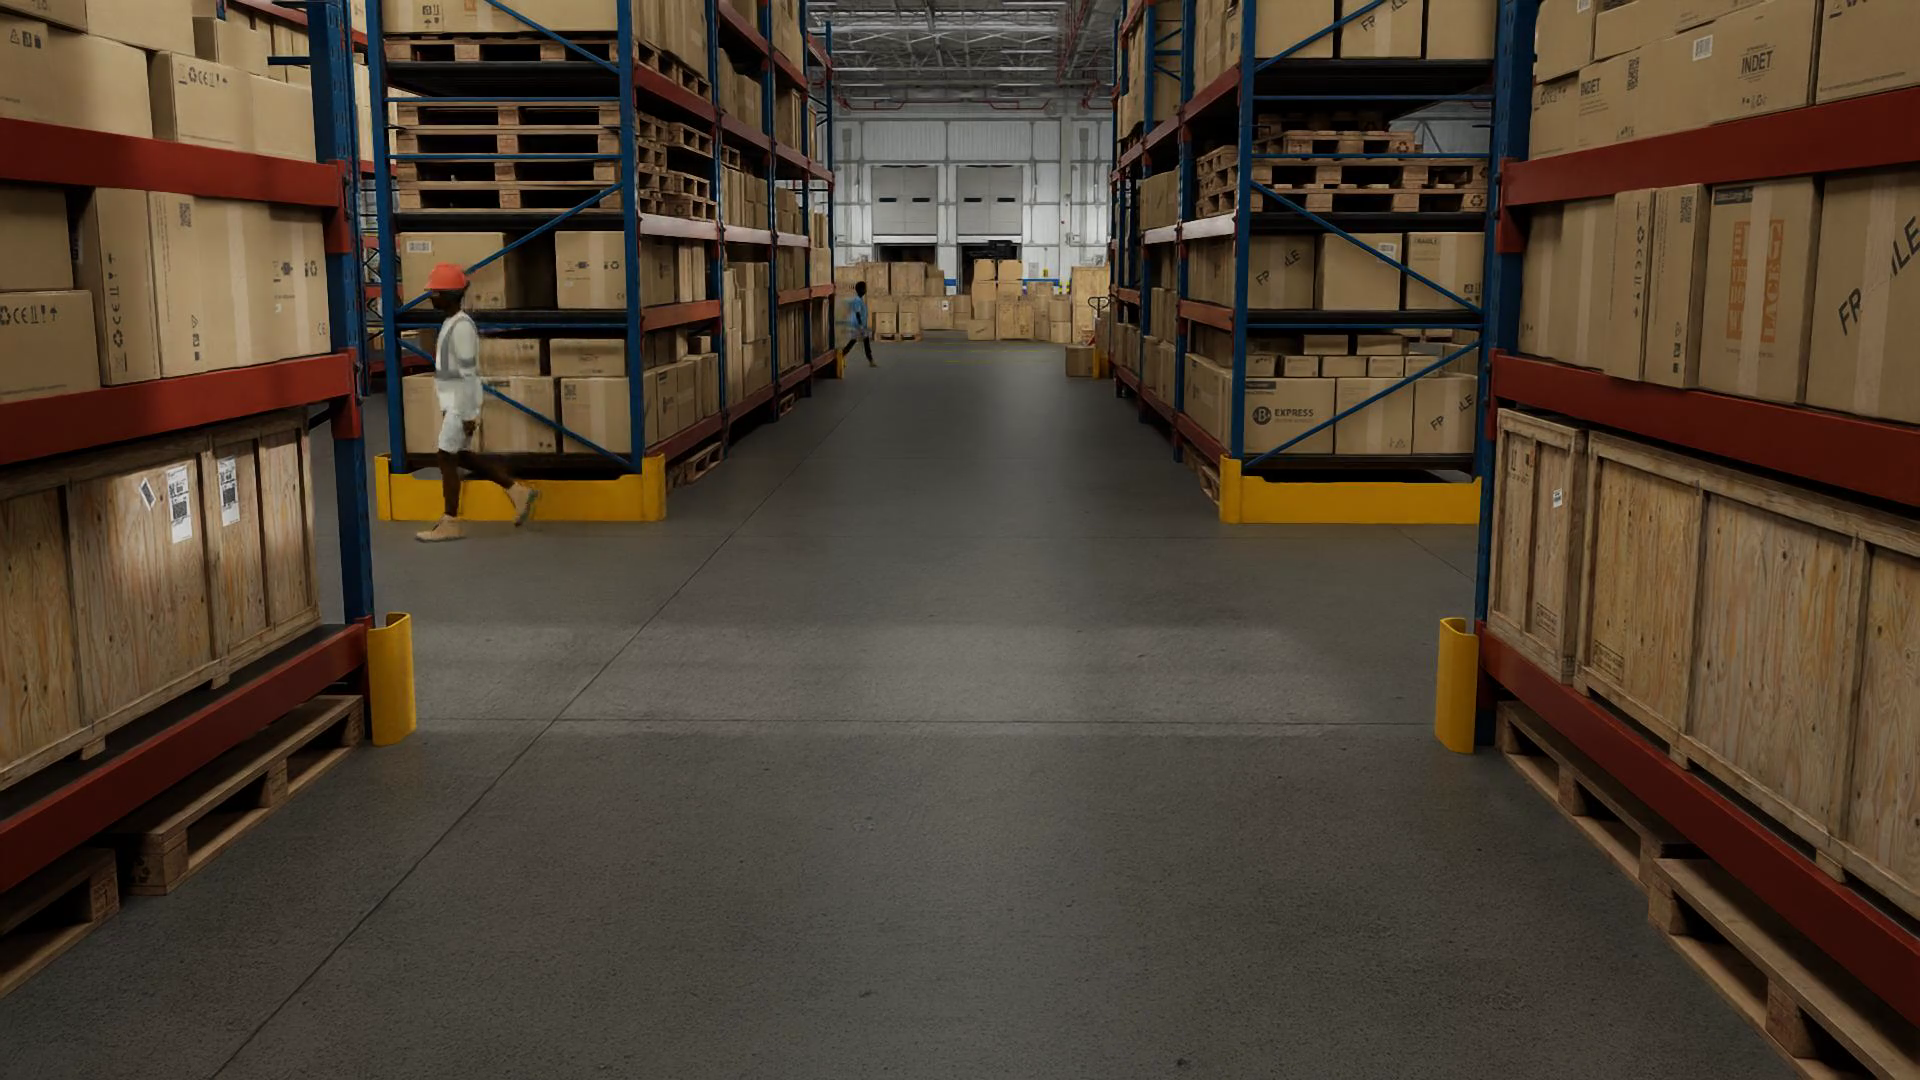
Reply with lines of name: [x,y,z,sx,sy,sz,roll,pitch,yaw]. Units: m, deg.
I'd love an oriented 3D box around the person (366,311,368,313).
person: [-24.177,-10.127,66.884,0.610,1.989,0.391,4,10,24]

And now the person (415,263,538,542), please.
person: [-3.557,-1.000,12.120,0.819,2.024,0.608,-3,10,-20]

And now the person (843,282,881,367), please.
person: [-1.987,-4.157,32.123,0.827,1.666,0.532,3,10,16]

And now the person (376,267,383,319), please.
person: [-20.556,-8.765,59.106,0.456,1.872,0.577,-4,10,-23]

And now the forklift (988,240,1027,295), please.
forklift: [1.451,-9.341,59.516,1.129,2.768,1.873,9,13,44]

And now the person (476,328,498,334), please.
person: [-6.399,-2.597,22.088,0.641,1.896,0.998,2,10,14]

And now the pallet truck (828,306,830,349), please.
pallet truck: [-3.100,-3.940,29.800,1.885,1.965,0.823,3,10,19]
